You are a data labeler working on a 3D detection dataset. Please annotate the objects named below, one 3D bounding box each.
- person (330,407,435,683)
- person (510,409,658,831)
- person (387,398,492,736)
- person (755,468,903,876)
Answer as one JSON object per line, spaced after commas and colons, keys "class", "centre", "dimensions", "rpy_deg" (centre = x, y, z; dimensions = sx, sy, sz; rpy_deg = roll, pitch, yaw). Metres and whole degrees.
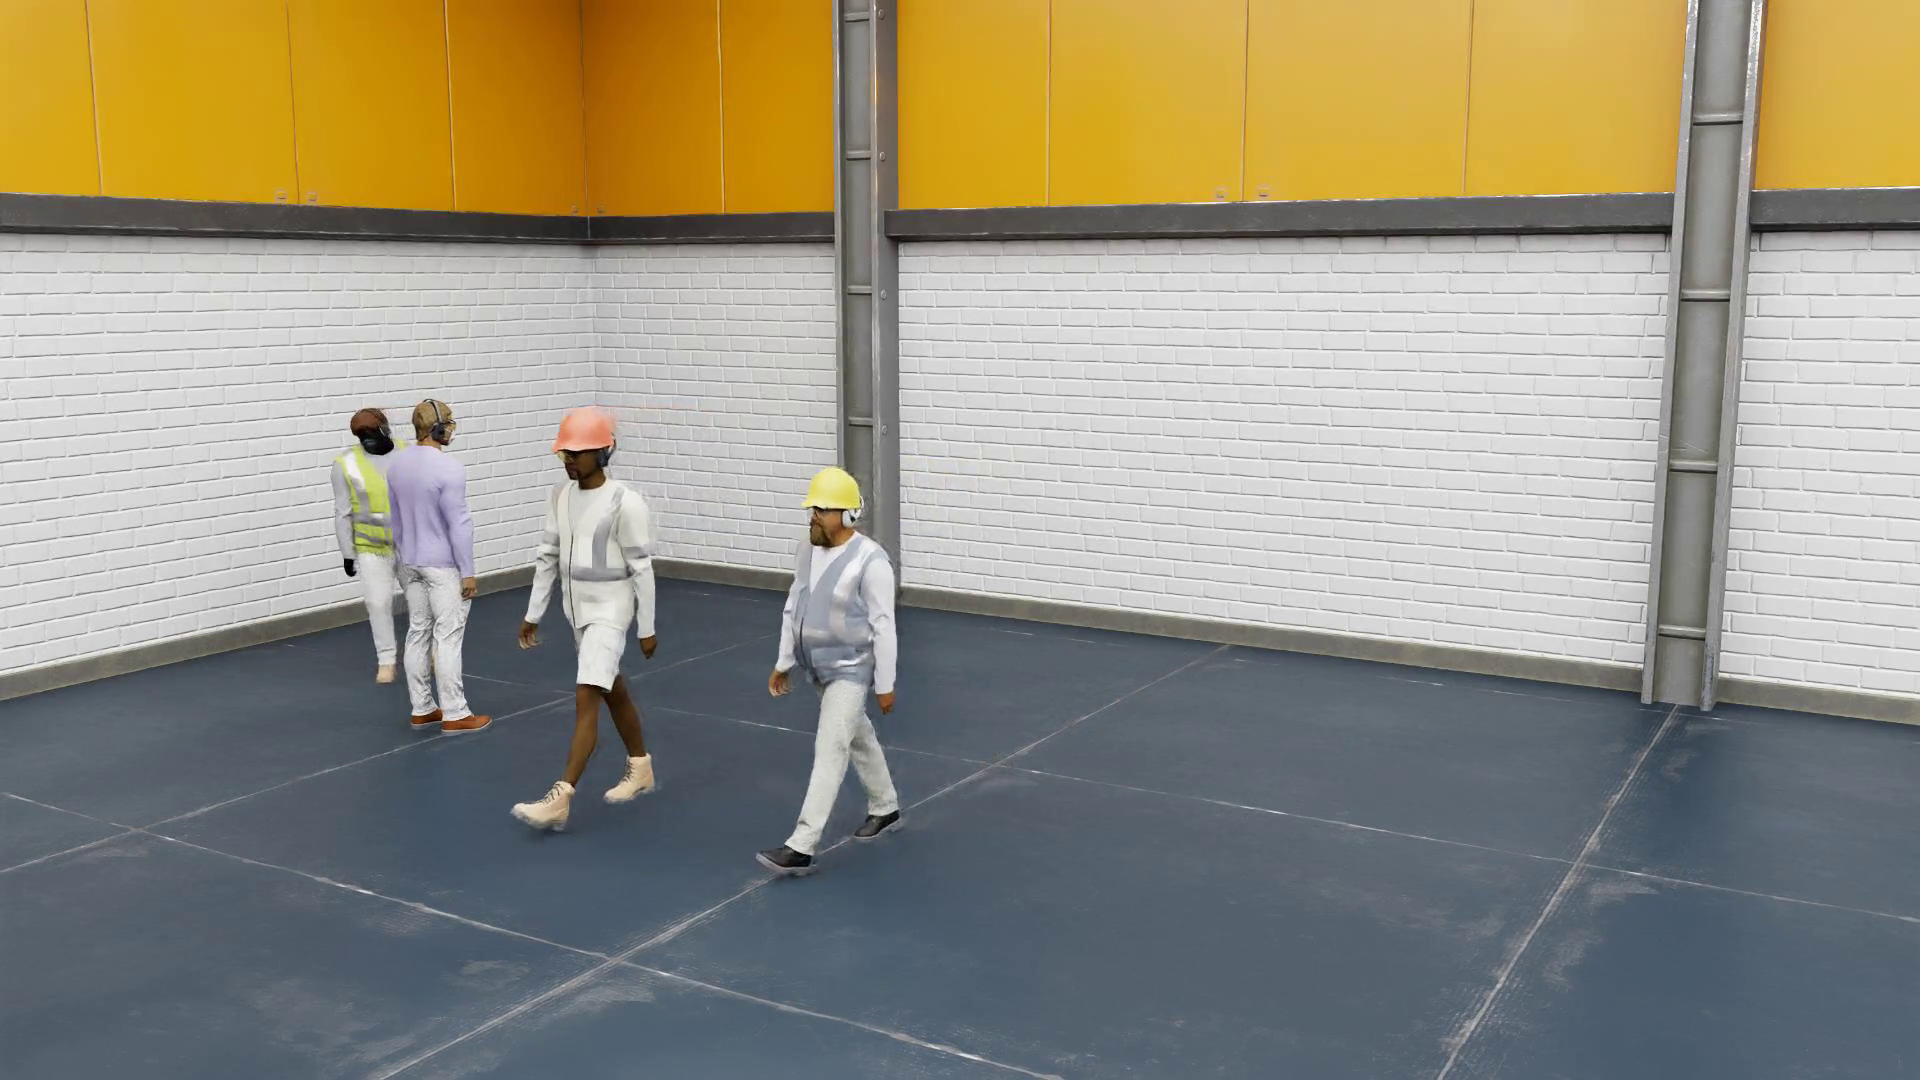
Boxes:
{"class": "person", "centre": [-3.681, 0.035, 10.766], "dimensions": [0.703, 1.803, 0.471], "rpy_deg": [-6, 11, -32]}
{"class": "person", "centre": [-1.846, 0.376, 8.014], "dimensions": [0.619, 1.993, 1.029], "rpy_deg": [8, 12, 40]}
{"class": "person", "centre": [-3.006, 0.158, 9.557], "dimensions": [0.634, 1.938, 0.366], "rpy_deg": [6, 11, 34]}
{"class": "person", "centre": [-0.571, 0.568, 7.479], "dimensions": [0.945, 1.791, 0.584], "rpy_deg": [-8, 12, -40]}
